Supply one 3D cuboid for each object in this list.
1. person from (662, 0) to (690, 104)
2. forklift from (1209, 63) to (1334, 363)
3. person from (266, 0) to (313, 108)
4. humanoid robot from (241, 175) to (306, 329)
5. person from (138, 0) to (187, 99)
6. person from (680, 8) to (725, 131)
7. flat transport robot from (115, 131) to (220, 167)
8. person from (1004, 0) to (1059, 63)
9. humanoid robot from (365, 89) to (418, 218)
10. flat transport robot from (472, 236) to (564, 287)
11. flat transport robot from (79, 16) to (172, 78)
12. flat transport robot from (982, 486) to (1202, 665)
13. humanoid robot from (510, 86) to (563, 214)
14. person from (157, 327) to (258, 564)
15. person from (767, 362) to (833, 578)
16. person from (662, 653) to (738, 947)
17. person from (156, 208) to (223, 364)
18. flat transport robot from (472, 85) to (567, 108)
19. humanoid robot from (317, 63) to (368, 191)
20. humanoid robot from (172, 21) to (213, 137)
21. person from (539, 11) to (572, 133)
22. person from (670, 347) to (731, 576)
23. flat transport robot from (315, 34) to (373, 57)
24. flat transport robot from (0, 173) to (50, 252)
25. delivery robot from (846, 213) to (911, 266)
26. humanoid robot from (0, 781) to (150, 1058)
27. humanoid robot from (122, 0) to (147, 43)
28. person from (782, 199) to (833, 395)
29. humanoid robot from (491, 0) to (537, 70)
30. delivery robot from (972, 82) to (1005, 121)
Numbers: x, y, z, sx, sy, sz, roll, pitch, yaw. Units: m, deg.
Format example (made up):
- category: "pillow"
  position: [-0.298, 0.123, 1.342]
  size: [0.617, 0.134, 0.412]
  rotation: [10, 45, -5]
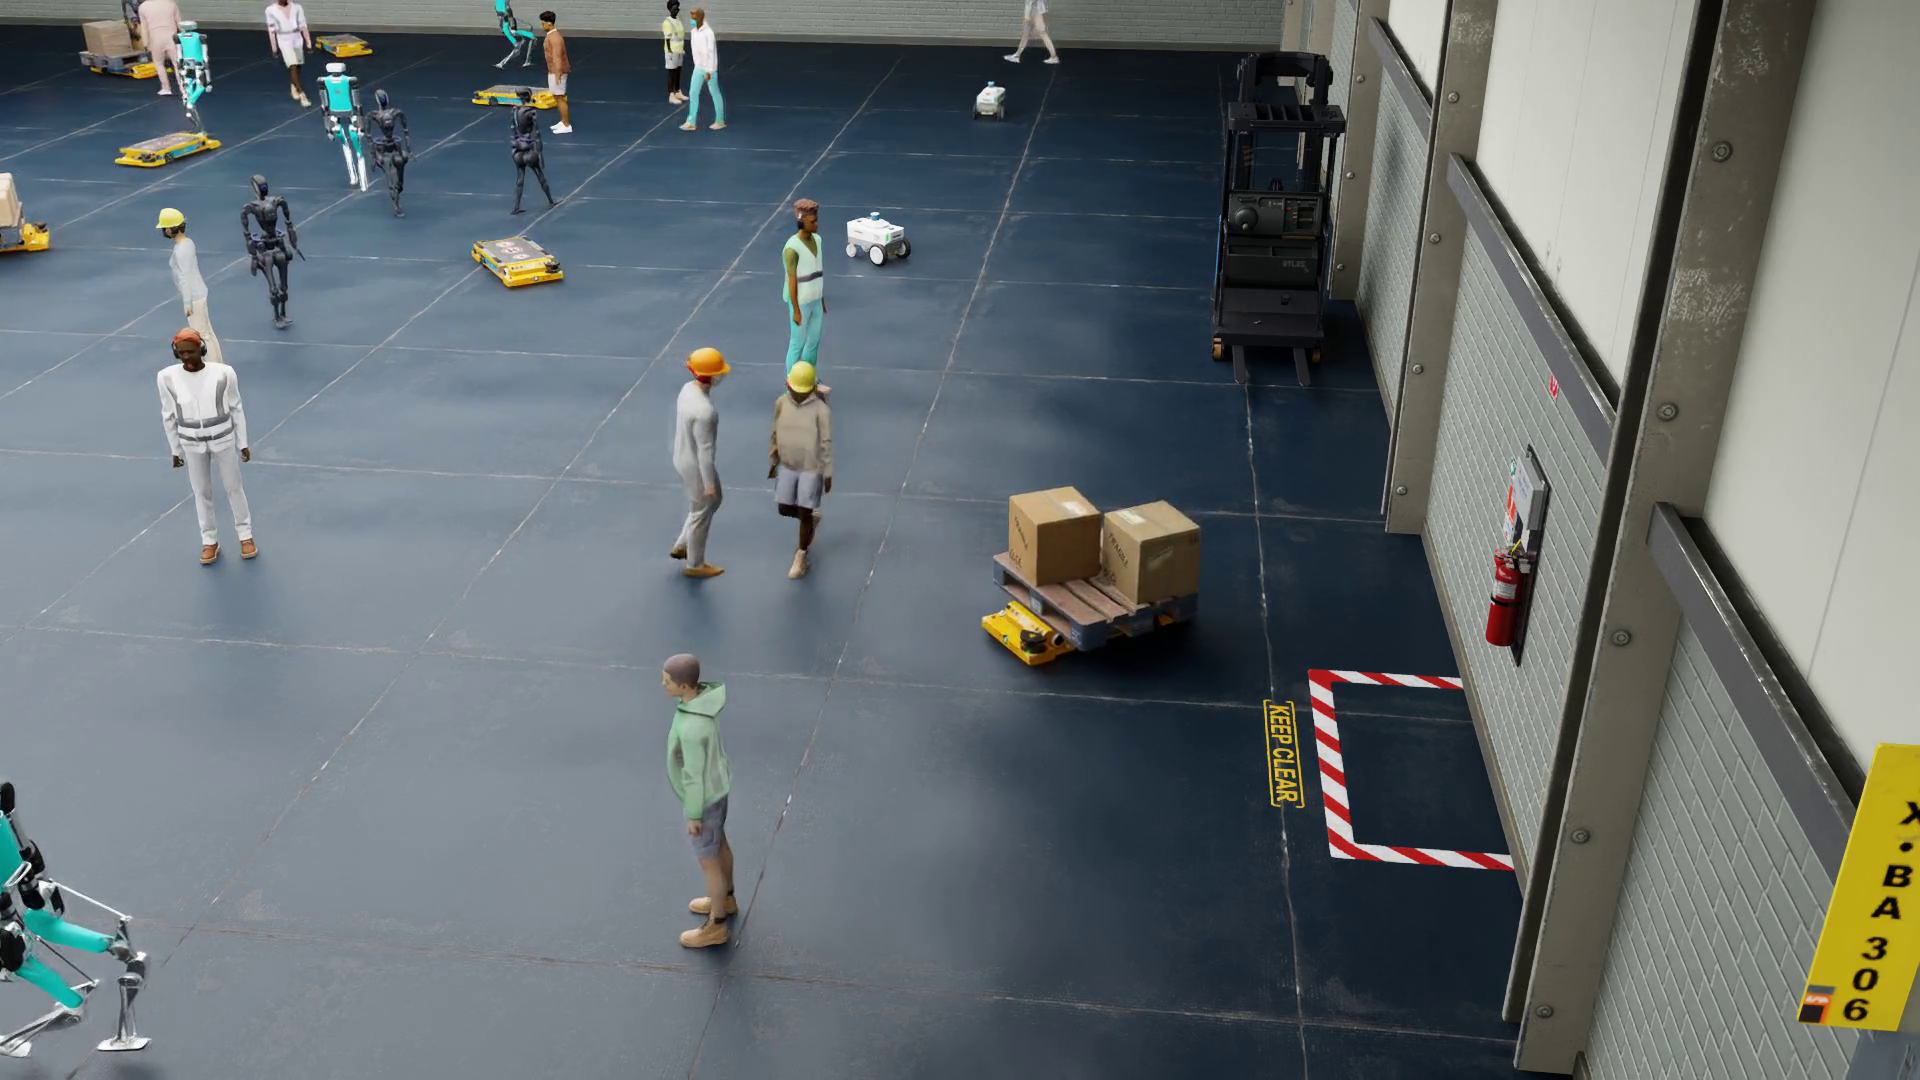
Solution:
- category: "person"
  position: [-4.785, -8.216, 27.941]
  size: [0.322, 1.698, 0.534]
  rotation: [9, 28, 17]
- category: "forklift"
  position: [3.241, -3.477, 17.183]
  size: [1.129, 2.768, 1.873]
  rotation: [3, 27, 6]
- category: "person"
  position: [-11.194, -8.313, 27.811]
  size: [0.618, 1.995, 1.021]
  rotation: [-20, 33, -35]
- category: "humanoid robot"
  position: [-7.308, -3.091, 17.748]
  size: [0.528, 1.644, 0.603]
  rotation: [21, 34, 36]
- category: "person"
  position: [-13.514, -8.467, 28.258]
  size: [0.748, 1.868, 0.704]
  rotation: [-14, 30, -25]
- category: "person"
  position: [-4.054, -7.318, 25.957]
  size: [0.510, 1.881, 0.893]
  rotation: [18, 32, 32]
- category: "flat transport robot"
  position: [-11.788, -5.814, 24.745]
  size: [0.659, 0.231, 1.431]
  rotation: [9, 28, 17]
- category: "person"
  position: [1.372, -9.778, 30.957]
  size: [1.057, 1.794, 0.507]
  rotation: [2, 27, 4]
- category: "humanoid robot"
  position: [-7.461, -5.081, 21.779]
  size: [0.588, 1.653, 0.760]
  rotation: [-17, 31, -30]
- category: "flat transport robot"
  position: [-5.277, -3.322, 19.770]
  size: [0.659, 0.231, 1.431]
  rotation: [-15, 30, -28]
- category: "flat transport robot"
  position: [-15.153, -8.651, 30.408]
  size: [1.431, 0.231, 0.659]
  rotation: [15, 30, 27]
- category: "flat transport robot"
  position: [0.935, 0.521, 12.099]
  size: [1.431, 0.231, 0.659]
  rotation: [-15, 30, -27]
- category: "humanoid robot"
  position: [-5.663, -5.135, 21.845]
  size: [0.589, 1.635, 0.696]
  rotation: [19, 32, 33]
- category: "person"
  position: [-5.775, -0.728, 12.792]
  size: [0.572, 1.883, 0.354]
  rotation: [-8, 28, -16]
- category: "person"
  position: [-1.187, -0.581, 12.657]
  size: [0.536, 1.736, 0.533]
  rotation: [10, 28, 18]
- category: "person"
  position: [-1.360, 1.354, 8.797]
  size: [0.316, 1.737, 0.491]
  rotation: [0, 27, 1]
- category: "person"
  position: [-7.498, -2.363, 16.195]
  size: [0.333, 1.756, 0.515]
  rotation: [-8, 28, -16]
- category: "flat transport robot"
  position: [-7.431, -7.474, 28.060]
  size: [1.431, 0.231, 0.659]
  rotation: [8, 28, 16]
- category: "humanoid robot"
  position: [-8.426, -5.686, 22.894]
  size: [0.542, 1.815, 0.756]
  rotation: [-4, 27, -8]
- category: "humanoid robot"
  position: [-11.801, -6.985, 25.469]
  size: [0.543, 1.772, 0.865]
  rotation: [3, 27, 5]
- category: "person"
  position: [-6.287, -7.322, 26.001]
  size: [0.409, 1.842, 0.795]
  rotation: [-9, 28, -17]
- category: "person"
  position: [-1.924, -0.574, 12.506]
  size: [0.479, 1.864, 0.590]
  rotation: [-7, 28, -14]
- category: "flat transport robot"
  position: [-11.995, -9.613, 32.328]
  size: [0.659, 0.231, 1.431]
  rotation: [-18, 32, -32]
- category: "flat transport robot"
  position: [-12.014, -3.659, 20.443]
  size: [1.431, 0.231, 0.659]
  rotation: [-12, 29, -22]
- category: "delivery robot"
  position: [-1.000, -3.647, 20.104]
  size: [0.774, 0.599, 0.499]
  rotation: [21, 33, 35]
- category: "humanoid robot"
  position: [-4.286, 1.844, 7.837]
  size: [1.040, 1.740, 0.564]
  rotation: [2, 27, 4]
- category: "humanoid robot"
  position: [-14.768, -9.275, 30.108]
  size: [0.601, 1.634, 0.498]
  rotation: [-7, 27, -13]
- category: "person"
  position: [-1.477, -2.267, 15.775]
  size: [0.389, 1.971, 0.479]
  rotation: [15, 30, 27]
- category: "humanoid robot"
  position: [-8.103, -9.378, 30.227]
  size: [1.027, 1.736, 0.546]
  rotation: [-21, 33, -35]
- category: "delivery robot"
  position: [0.500, -7.131, 27.066]
  size: [0.499, 0.605, 0.799]
  rotation: [6, 27, 12]
